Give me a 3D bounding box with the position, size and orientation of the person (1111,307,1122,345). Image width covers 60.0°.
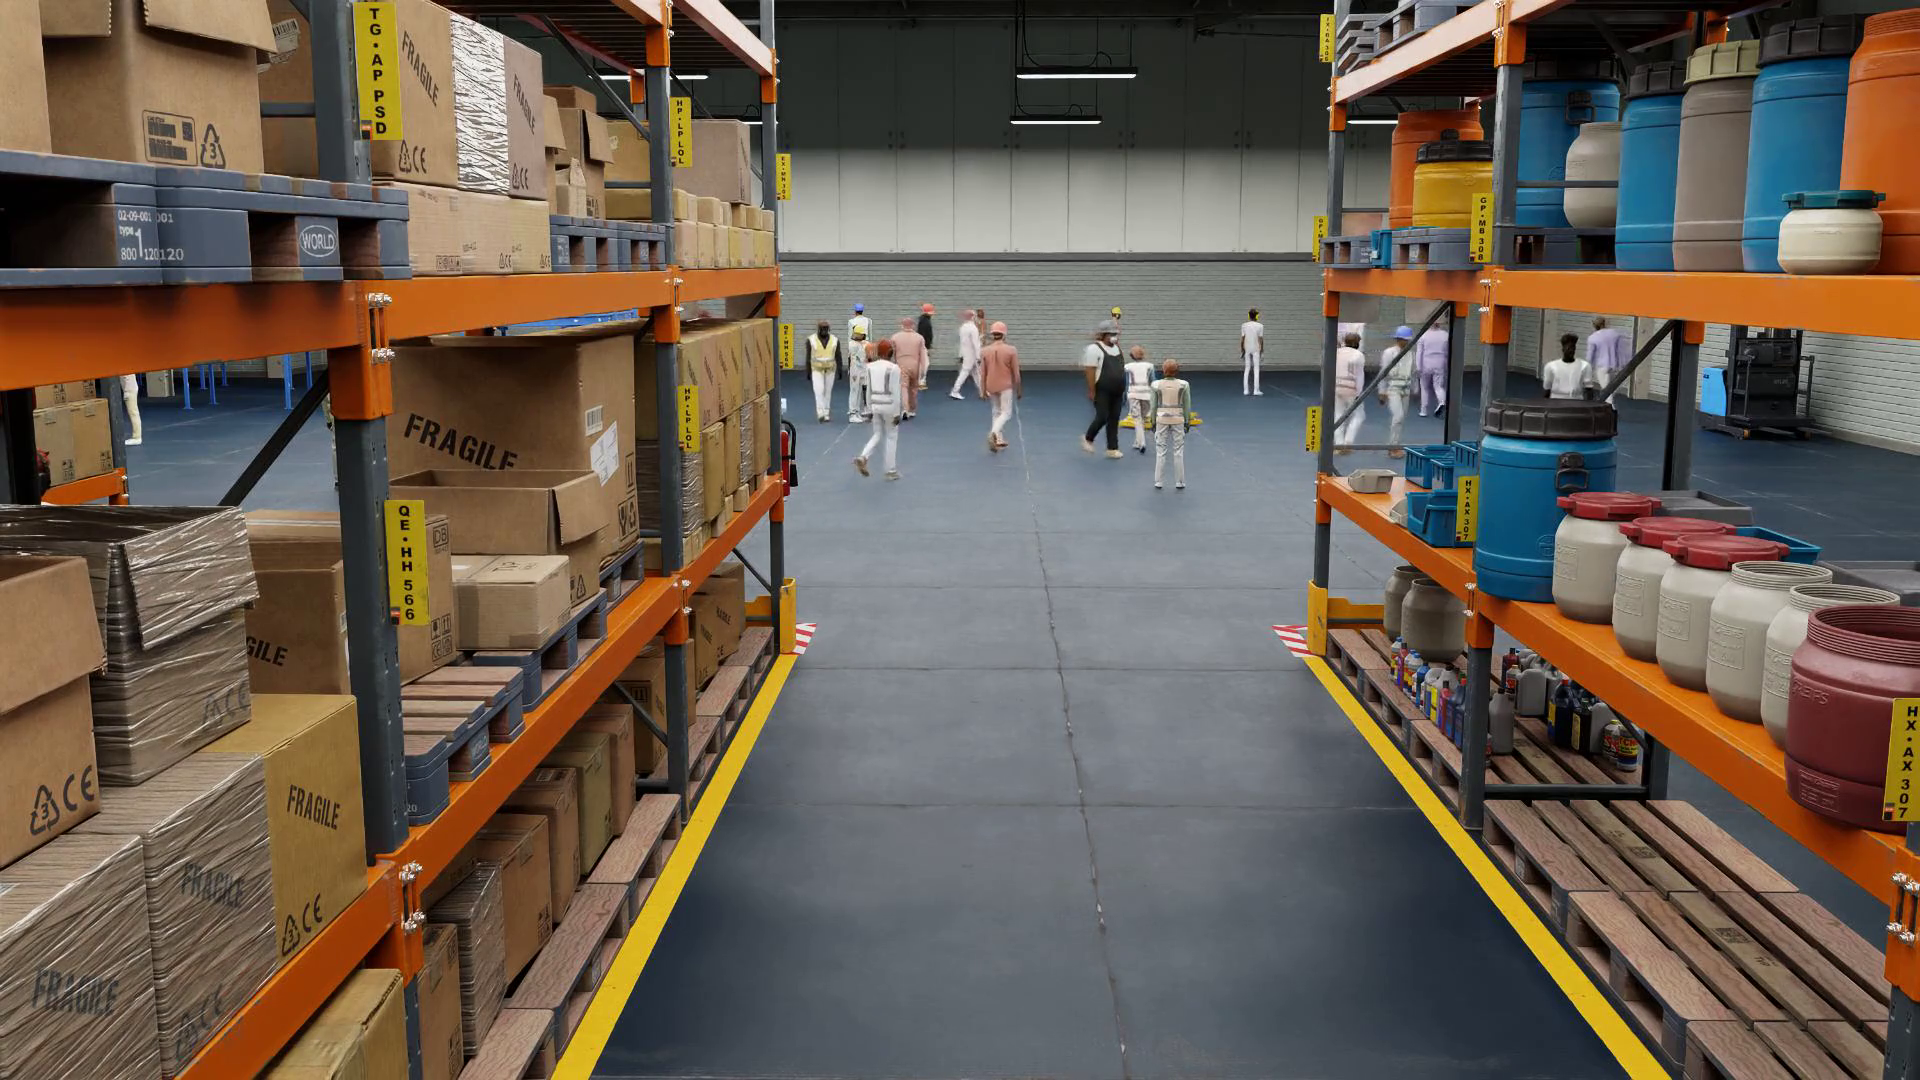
[{"bbox_3d":[3.822,-4.850,40.948,0.342,1.758,0.527,2,10,10],"label":"person"}]

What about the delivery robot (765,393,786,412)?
[{"bbox_3d":[-3.446,-2.419,29.826,0.477,0.478,0.707,8,12,39],"label":"delivery robot"}]

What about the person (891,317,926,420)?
[{"bbox_3d":[-0.948,-3.150,30.481,0.627,1.859,1.003,-1,10,-4],"label":"person"}]

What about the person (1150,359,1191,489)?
[{"bbox_3d":[2.655,-1.466,21.013,0.514,1.644,0.307,1,10,9],"label":"person"}]

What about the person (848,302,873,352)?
[{"bbox_3d":[-2.256,-4.379,37.542,0.605,1.951,0.382,-6,11,-30],"label":"person"}]

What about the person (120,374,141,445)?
[{"bbox_3d":[-13.066,-2.315,26.130,0.286,1.632,0.500,-3,10,-18],"label":"person"}]

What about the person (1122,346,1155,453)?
[{"bbox_3d":[2.723,-2.136,25.157,0.536,1.602,0.822,-2,10,-12],"label":"person"}]

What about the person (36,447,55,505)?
[{"bbox_3d":[-4.902,0.440,8.881,0.579,1.883,0.352,0,9,-1],"label":"person"}]

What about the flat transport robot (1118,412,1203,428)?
[{"bbox_3d":[3.525,-2.126,29.197,1.431,0.197,0.652,-7,12,-35],"label":"flat transport robot"}]

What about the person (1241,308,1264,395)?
[{"bbox_3d":[6.324,-4.069,35.932,0.532,1.868,0.310,5,11,29],"label":"person"}]

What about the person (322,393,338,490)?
[{"bbox_3d":[-7.711,-1.543,20.913,0.600,1.829,0.404,3,10,17],"label":"person"}]

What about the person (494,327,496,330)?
[{"bbox_3d":[-7.677,-2.644,27.191,0.364,1.935,0.553,9,13,42],"label":"person"}]

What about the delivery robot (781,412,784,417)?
[{"bbox_3d":[-3.107,-2.197,27.718,0.335,0.223,0.698,-2,10,-13],"label":"delivery robot"}]

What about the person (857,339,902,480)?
[{"bbox_3d":[-1.033,-1.703,21.791,0.576,1.867,0.636,8,12,38],"label":"person"}]

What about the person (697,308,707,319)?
[{"bbox_3d":[-5.768,-4.307,37.460,0.591,1.828,0.449,-3,10,-19],"label":"person"}]

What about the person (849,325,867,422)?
[{"bbox_3d":[-1.820,-2.995,29.881,0.319,1.740,0.488,3,10,15],"label":"person"}]

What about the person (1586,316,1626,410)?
[{"bbox_3d":[11.717,-3.137,30.318,0.707,1.881,0.867,-2,10,-13],"label":"person"}]

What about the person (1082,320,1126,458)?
[{"bbox_3d":[2.160,-2.196,24.324,0.698,2.000,0.605,-7,12,-38],"label":"person"}]

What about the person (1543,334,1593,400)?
[{"bbox_3d":[8.014,-1.754,21.934,0.620,1.915,1.002,1,10,6],"label":"person"}]

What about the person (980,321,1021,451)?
[{"bbox_3d":[0.573,-2.307,25.090,0.626,1.968,0.811,5,11,28],"label":"person"}]

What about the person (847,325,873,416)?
[{"bbox_3d":[-1.870,-3.159,30.987,0.535,1.699,0.322,6,11,32],"label":"person"}]

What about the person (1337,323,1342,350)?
[{"bbox_3d":[8.986,-4.706,39.276,0.636,2.026,0.478,2,10,14],"label":"person"}]

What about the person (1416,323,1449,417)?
[{"bbox_3d":[8.755,-3.198,30.697,0.684,1.879,0.660,0,9,1],"label":"person"}]

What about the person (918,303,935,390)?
[{"bbox_3d":[-0.763,-4.354,37.449,0.386,1.948,0.764,0,9,-1],"label":"person"}]

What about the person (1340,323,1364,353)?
[{"bbox_3d":[8.732,-4.278,37.018,0.509,1.921,0.552,-9,13,-43],"label":"person"}]

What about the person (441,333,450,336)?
[{"bbox_3d":[-8.988,-2.925,29.166,0.506,1.841,0.344,-1,10,-7],"label":"person"}]

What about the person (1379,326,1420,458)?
[{"bbox_3d":[6.425,-2.139,24.171,0.634,1.927,0.576,-6,11,-30],"label":"person"}]

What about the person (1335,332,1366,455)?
[{"bbox_3d":[5.765,-2.177,24.719,0.436,1.826,0.640,-7,12,-36],"label":"person"}]

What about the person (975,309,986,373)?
[{"bbox_3d":[0.517,-5.157,43.137,0.307,1.639,0.525,5,11,26],"label":"person"}]

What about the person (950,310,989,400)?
[{"bbox_3d":[0.242,-3.863,34.750,1.021,1.860,0.660,-3,10,-18],"label":"person"}]

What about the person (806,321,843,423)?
[{"bbox_3d":[-2.405,-3.005,29.760,0.638,1.796,0.856,-3,10,-16],"label":"person"}]

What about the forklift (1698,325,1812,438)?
[{"bbox_3d":[13.248,-3.165,27.620,1.129,2.768,1.873,0,9,1],"label":"forklift"}]
